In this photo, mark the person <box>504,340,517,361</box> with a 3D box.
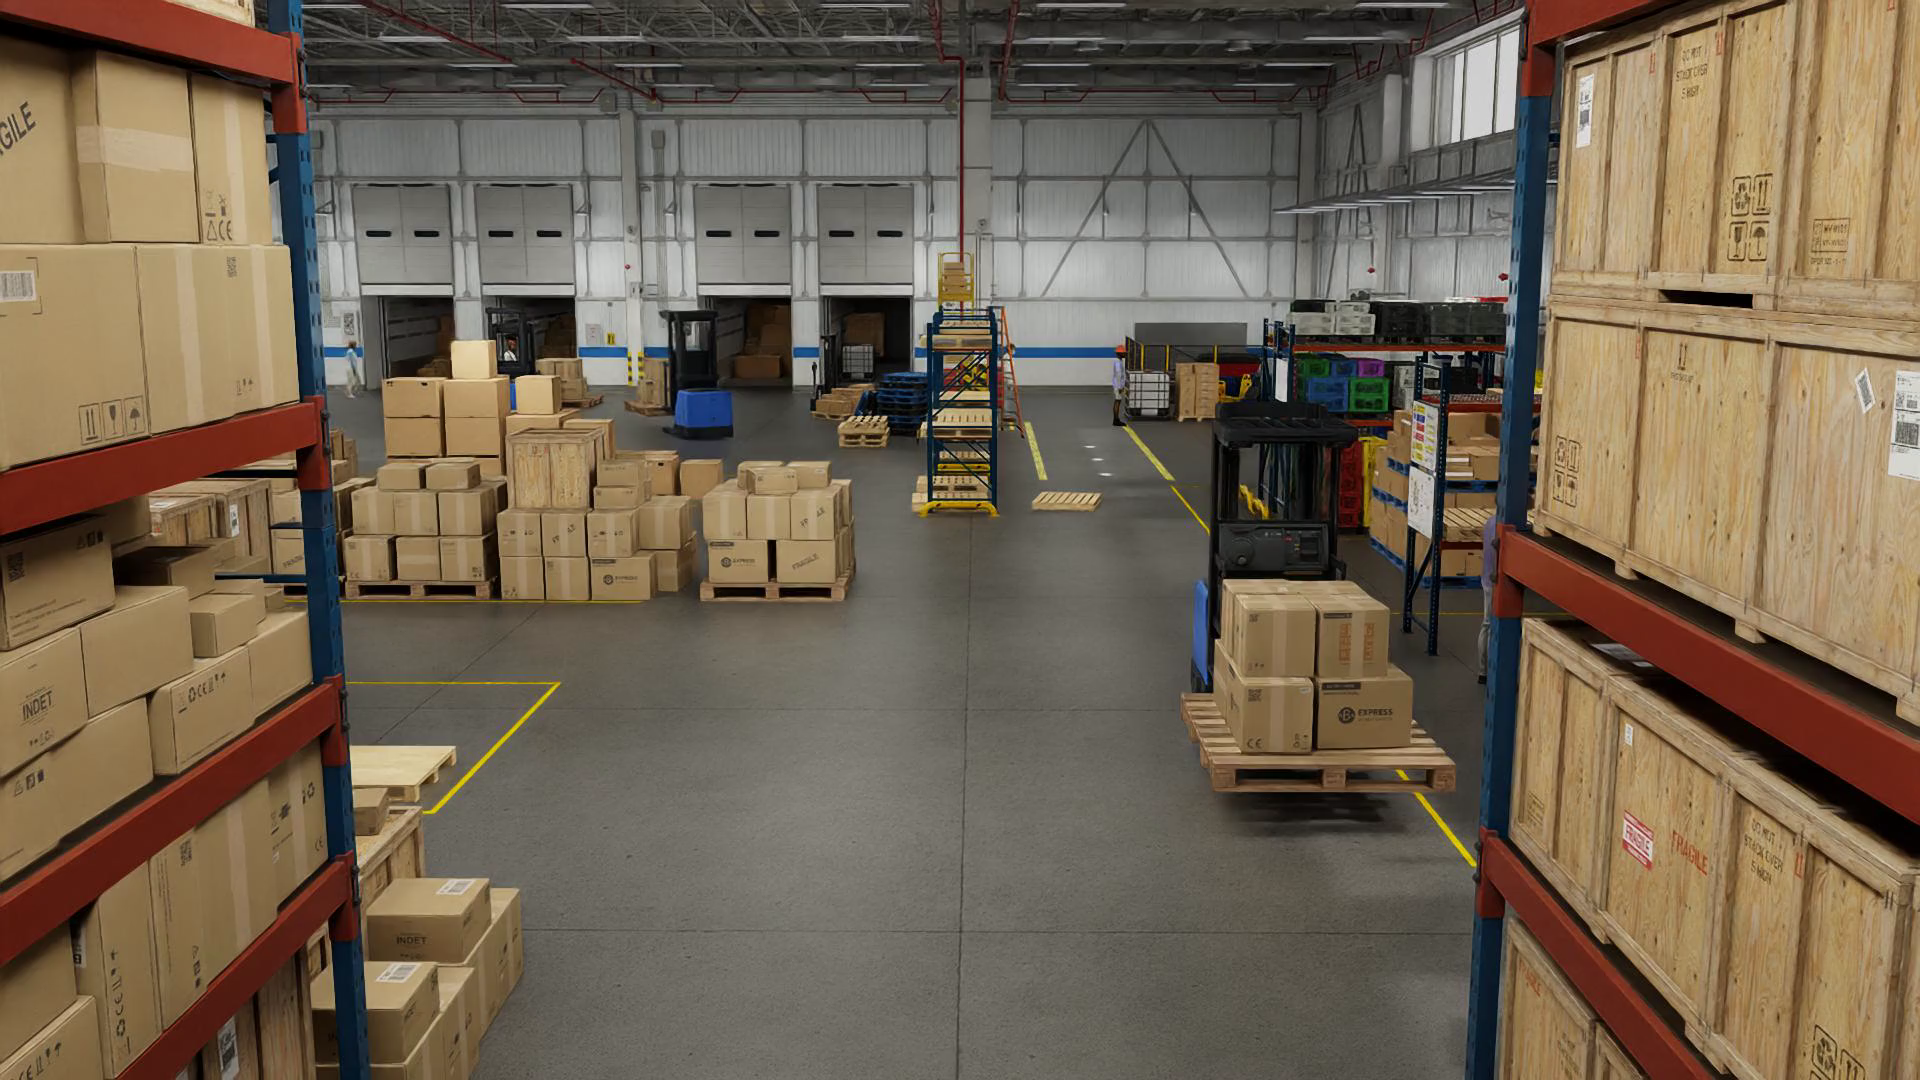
[{"bbox_3d":[-11.568,-4.225,42.943,0.356,1.887,0.573,0,10,1],"label":"person"}]

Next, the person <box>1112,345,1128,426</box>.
[{"bbox_3d":[3.811,-3.682,39.665,0.357,1.938,0.542,0,10,1],"label":"person"}]

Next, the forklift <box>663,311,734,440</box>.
[{"bbox_3d":[-5.856,-3.710,37.106,1.129,2.768,1.873,-5,11,-26],"label":"forklift"}]

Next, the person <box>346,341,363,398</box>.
[{"bbox_3d":[-17.264,-4.858,47.371,0.537,1.623,0.534,-1,10,-5],"label":"person"}]

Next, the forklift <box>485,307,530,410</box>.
[{"bbox_3d":[-10.754,-4.150,39.646,1.129,2.768,1.873,0,10,1],"label":"forklift"}]

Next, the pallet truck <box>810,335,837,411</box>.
[{"bbox_3d":[-3.021,-4.312,43.126,1.885,1.965,0.823,3,10,17],"label":"pallet truck"}]

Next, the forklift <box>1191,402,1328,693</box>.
[{"bbox_3d":[2.698,0.179,14.668,1.129,2.768,1.873,0,10,1],"label":"forklift"}]

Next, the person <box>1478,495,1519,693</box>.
[{"bbox_3d":[5.128,0.463,15.750,0.373,1.940,0.629,0,10,1],"label":"person"}]

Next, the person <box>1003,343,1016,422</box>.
[{"bbox_3d":[1.192,-3.847,40.625,0.373,1.936,0.629,0,10,1],"label":"person"}]
